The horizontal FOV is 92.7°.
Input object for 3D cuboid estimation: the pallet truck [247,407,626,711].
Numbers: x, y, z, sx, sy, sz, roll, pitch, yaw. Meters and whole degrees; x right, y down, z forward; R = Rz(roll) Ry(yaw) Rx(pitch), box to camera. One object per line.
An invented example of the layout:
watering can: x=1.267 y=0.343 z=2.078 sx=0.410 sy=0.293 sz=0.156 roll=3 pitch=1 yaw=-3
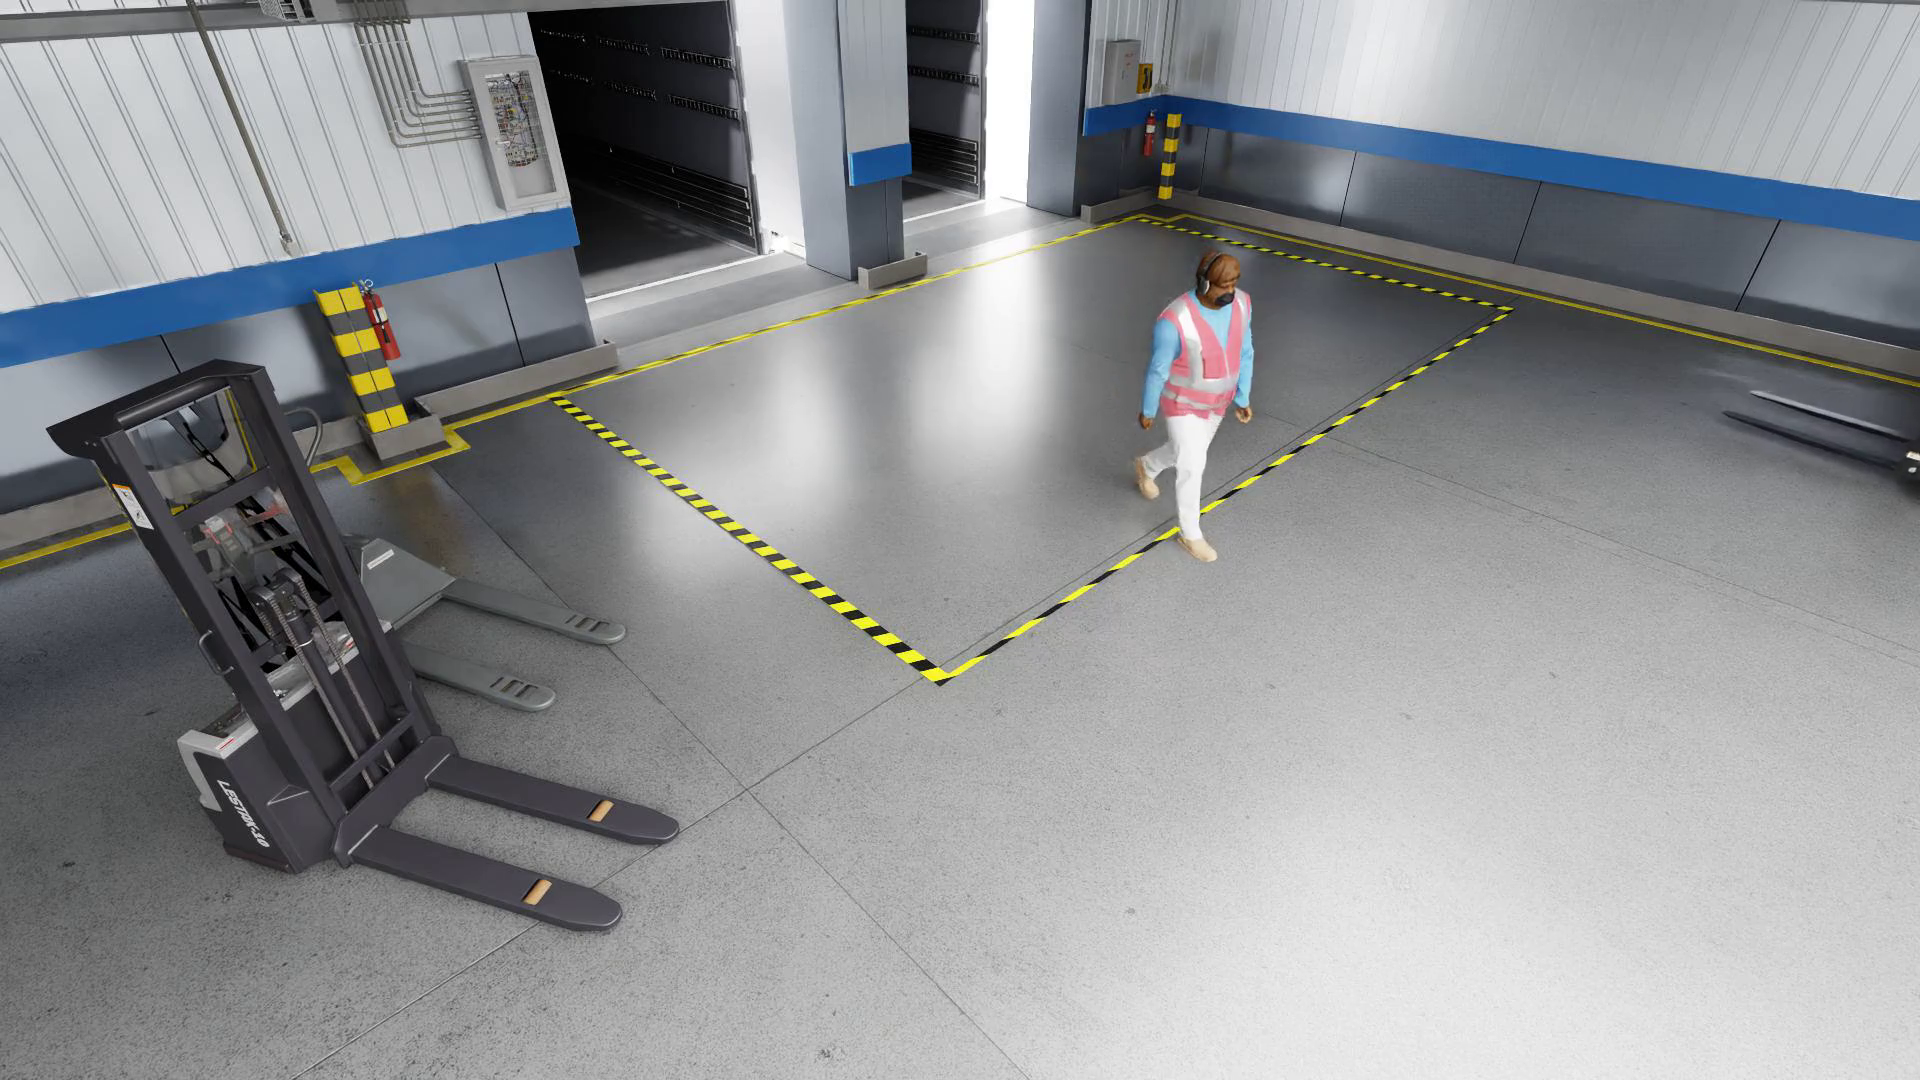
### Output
pallet truck: x=-2.628 y=0.038 z=4.590 sx=1.601 sy=1.201 sz=0.680 roll=12 pitch=36 yaw=18

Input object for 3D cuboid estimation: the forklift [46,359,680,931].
forklift: x=-2.135 y=0.422 z=3.354 sx=1.885 sy=1.965 sz=0.823 roll=10 pitch=35 yaw=14

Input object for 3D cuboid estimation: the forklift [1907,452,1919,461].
forklift: x=7.421 y=-0.838 z=4.891 sx=1.157 sy=2.036 sz=2.680 roll=-23 pitch=41 yaw=-30

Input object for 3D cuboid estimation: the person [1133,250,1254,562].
person: x=1.335 y=-0.832 z=5.381 sx=0.617 sy=1.797 sz=0.940 roll=-19 pitch=39 yaw=-26
